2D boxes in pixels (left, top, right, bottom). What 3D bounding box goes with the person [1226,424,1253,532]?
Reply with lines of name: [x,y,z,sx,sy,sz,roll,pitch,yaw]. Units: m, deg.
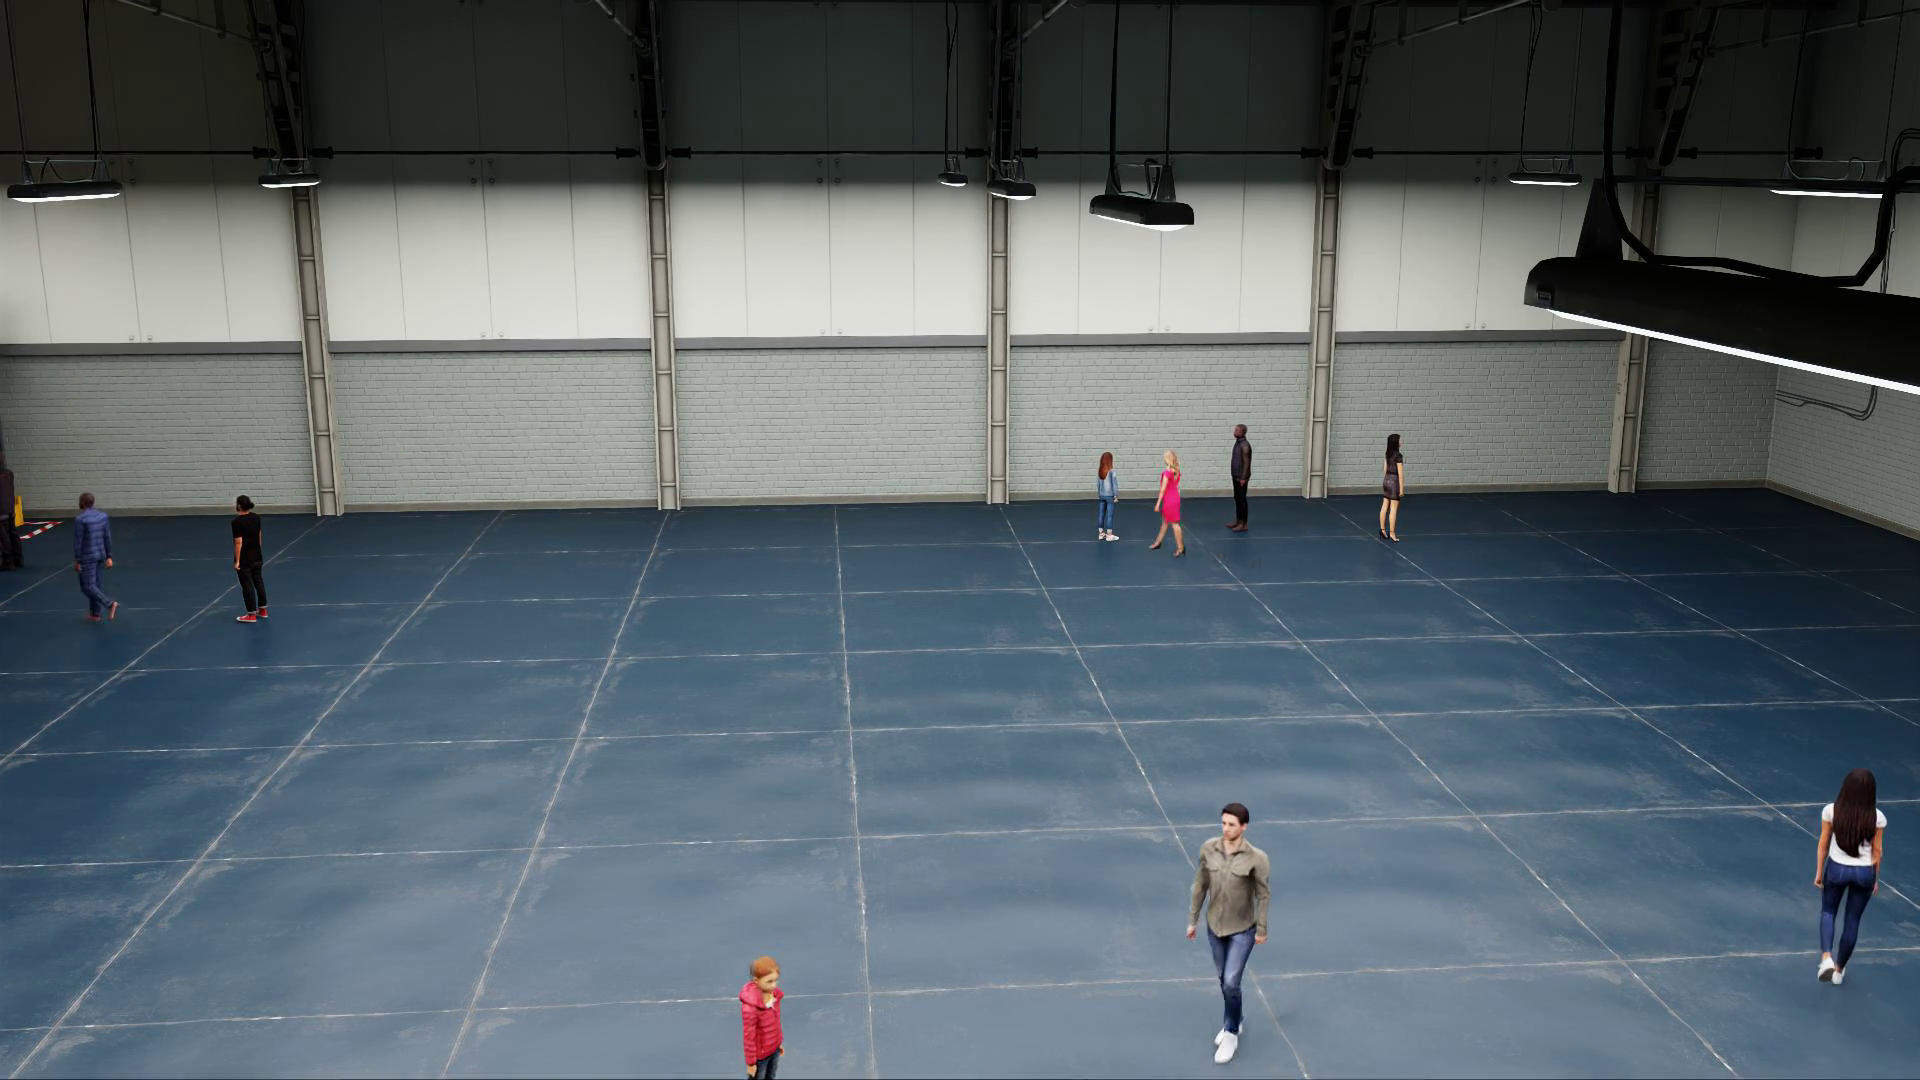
person: [4.790,-1.075,28.326,0.582,1.835,0.700,-2,13,-9]

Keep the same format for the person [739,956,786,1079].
person: [-1.279,3.280,10.678,0.636,1.313,0.596,8,15,30]

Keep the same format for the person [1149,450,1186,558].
person: [3.438,-0.560,26.401,1.008,1.701,0.907,8,15,32]

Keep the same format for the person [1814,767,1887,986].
person: [6.750,2.596,12.632,0.872,1.764,0.896,7,15,29]

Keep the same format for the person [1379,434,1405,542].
person: [7.167,-0.881,27.588,0.581,1.791,0.638,-5,14,-20]

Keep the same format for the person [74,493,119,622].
person: [-11.757,0.263,22.614,1.062,1.806,0.932,6,14,24]

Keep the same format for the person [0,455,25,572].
person: [-14.766,-0.452,25.658,0.658,1.825,0.746,1,13,6]

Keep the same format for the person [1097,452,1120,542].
person: [2.438,-0.732,27.641,0.670,1.477,0.636,-12,17,-41]

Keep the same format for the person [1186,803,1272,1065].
person: [1.986,2.727,11.884,0.914,1.846,0.974,11,17,40]

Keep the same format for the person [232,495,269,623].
person: [-9.759,0.240,22.821,0.722,1.758,0.718,4,14,19]
